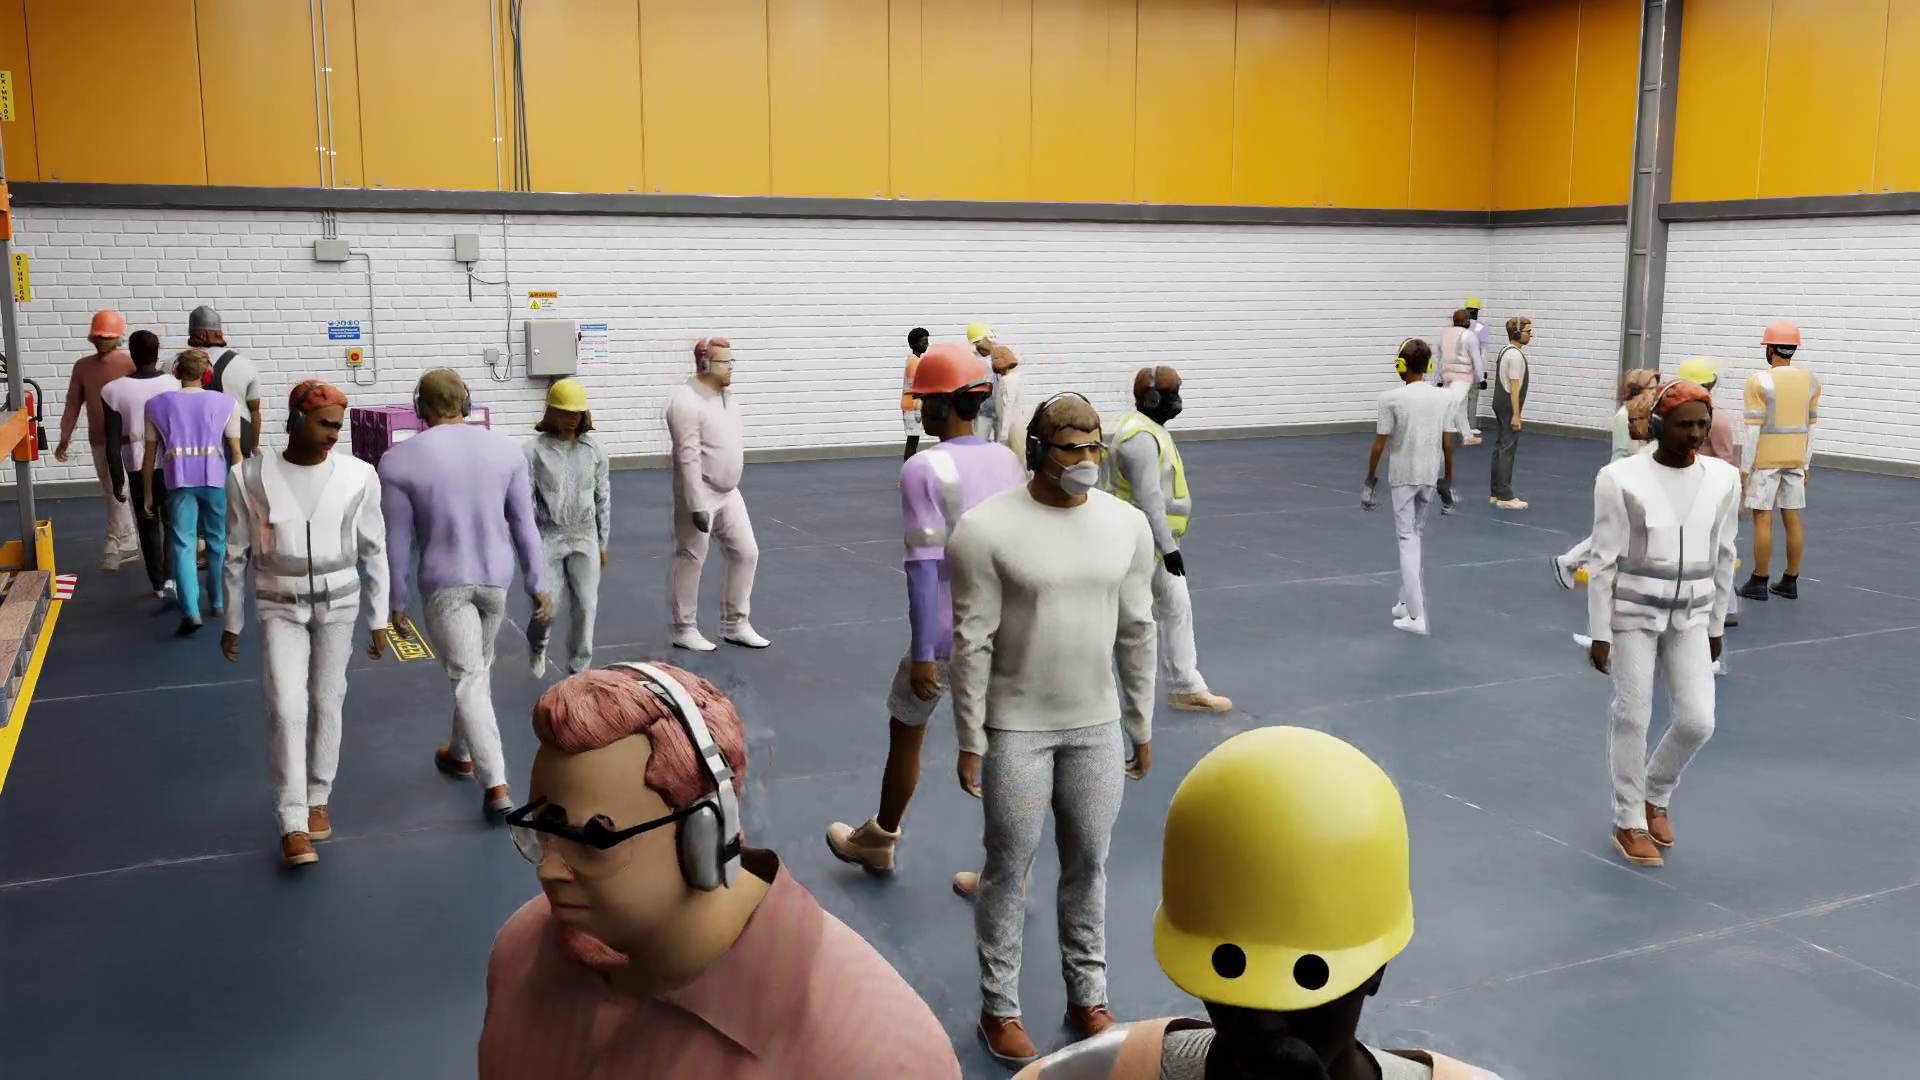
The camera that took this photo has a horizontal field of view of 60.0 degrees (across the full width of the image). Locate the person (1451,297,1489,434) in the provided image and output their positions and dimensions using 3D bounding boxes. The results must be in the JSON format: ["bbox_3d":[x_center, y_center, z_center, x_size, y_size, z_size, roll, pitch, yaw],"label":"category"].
[{"bbox_3d":[7.142,-2.442,23.328,0.388,1.919,0.590,-8,12,-42],"label":"person"}]

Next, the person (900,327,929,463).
[{"bbox_3d":[-0.456,-1.351,17.231,0.322,1.696,0.530,0,9,-2],"label":"person"}]

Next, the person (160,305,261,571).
[{"bbox_3d":[-5.567,-0.746,12.411,0.688,2.000,0.553,-4,10,-26],"label":"person"}]

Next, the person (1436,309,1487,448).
[{"bbox_3d":[6.428,-2.078,21.475,0.972,1.797,0.637,-4,10,-22],"label":"person"}]

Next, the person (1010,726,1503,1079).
[{"bbox_3d":[0.264,1.089,1.549,0.603,1.872,0.965,4,10,22],"label":"person"}]

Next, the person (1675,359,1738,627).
[{"bbox_3d":[4.581,-0.271,10.457,0.886,1.715,0.515,-1,9,-4],"label":"person"}]

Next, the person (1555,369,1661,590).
[{"bbox_3d":[4.522,-0.377,11.432,0.709,1.617,0.526,8,12,42],"label":"person"}]

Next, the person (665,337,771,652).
[{"bbox_3d":[-1.420,-0.252,9.838,0.747,1.877,0.656,4,10,25],"label":"person"}]

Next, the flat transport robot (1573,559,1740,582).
[{"bbox_3d":[5.152,0.156,12.289,1.431,0.197,0.652,-9,13,-43],"label":"flat transport robot"}]

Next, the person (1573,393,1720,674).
[{"bbox_3d":[3.947,-0.042,9.456,0.856,1.567,0.502,7,11,36],"label":"person"}]

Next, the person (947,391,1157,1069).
[{"bbox_3d":[0.274,0.540,4.772,0.634,1.936,0.382,-3,10,-19],"label":"person"}]

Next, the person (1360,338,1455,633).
[{"bbox_3d":[2.816,-0.357,10.594,0.551,1.844,0.717,-3,10,-16],"label":"person"}]

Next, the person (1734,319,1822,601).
[{"bbox_3d":[5.620,-0.547,11.493,0.547,1.938,0.377,-1,9,-9],"label":"person"}]

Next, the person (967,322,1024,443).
[{"bbox_3d":[0.315,-1.252,16.397,0.665,1.779,0.414,-2,9,-15],"label":"person"}]

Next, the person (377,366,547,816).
[{"bbox_3d":[-2.103,0.199,7.088,0.646,1.882,1.030,-7,11,-36],"label":"person"}]

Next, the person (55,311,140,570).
[{"bbox_3d":[-6.549,-0.761,12.731,0.701,1.967,0.574,2,9,14],"label":"person"}]

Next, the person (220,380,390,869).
[{"bbox_3d":[-2.499,0.321,6.399,0.623,1.843,0.868,-5,10,-27],"label":"person"}]

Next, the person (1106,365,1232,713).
[{"bbox_3d":[0.900,0.006,8.509,0.927,1.807,0.622,3,10,18],"label":"person"}]

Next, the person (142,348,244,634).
[{"bbox_3d":[-4.884,-0.320,10.597,0.610,1.788,0.966,-4,10,-22],"label":"person"}]

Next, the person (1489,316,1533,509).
[{"bbox_3d":[5.295,-1.223,15.977,0.347,1.846,0.505,1,9,7],"label":"person"}]

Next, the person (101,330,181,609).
[{"bbox_3d":[-5.470,-0.487,11.314,0.597,1.889,0.945,-4,10,-23],"label":"person"}]

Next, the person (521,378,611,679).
[{"bbox_3d":[-2.103,0.000,8.785,0.493,1.722,0.584,-5,10,-28],"label":"person"}]

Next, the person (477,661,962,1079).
[{"bbox_3d":[-0.339,1.057,1.743,0.655,1.867,0.944,5,11,30],"label":"person"}]

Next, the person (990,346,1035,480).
[{"bbox_3d":[0.457,-1.005,15.444,0.871,1.568,0.599,-1,9,-7],"label":"person"}]

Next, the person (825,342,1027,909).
[{"bbox_3d":[-0.104,0.295,6.044,0.969,2.005,0.645,8,12,42],"label":"person"}]

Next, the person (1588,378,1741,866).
[{"bbox_3d":[2.659,0.322,6.311,0.588,1.866,0.409,0,9,-1],"label":"person"}]
